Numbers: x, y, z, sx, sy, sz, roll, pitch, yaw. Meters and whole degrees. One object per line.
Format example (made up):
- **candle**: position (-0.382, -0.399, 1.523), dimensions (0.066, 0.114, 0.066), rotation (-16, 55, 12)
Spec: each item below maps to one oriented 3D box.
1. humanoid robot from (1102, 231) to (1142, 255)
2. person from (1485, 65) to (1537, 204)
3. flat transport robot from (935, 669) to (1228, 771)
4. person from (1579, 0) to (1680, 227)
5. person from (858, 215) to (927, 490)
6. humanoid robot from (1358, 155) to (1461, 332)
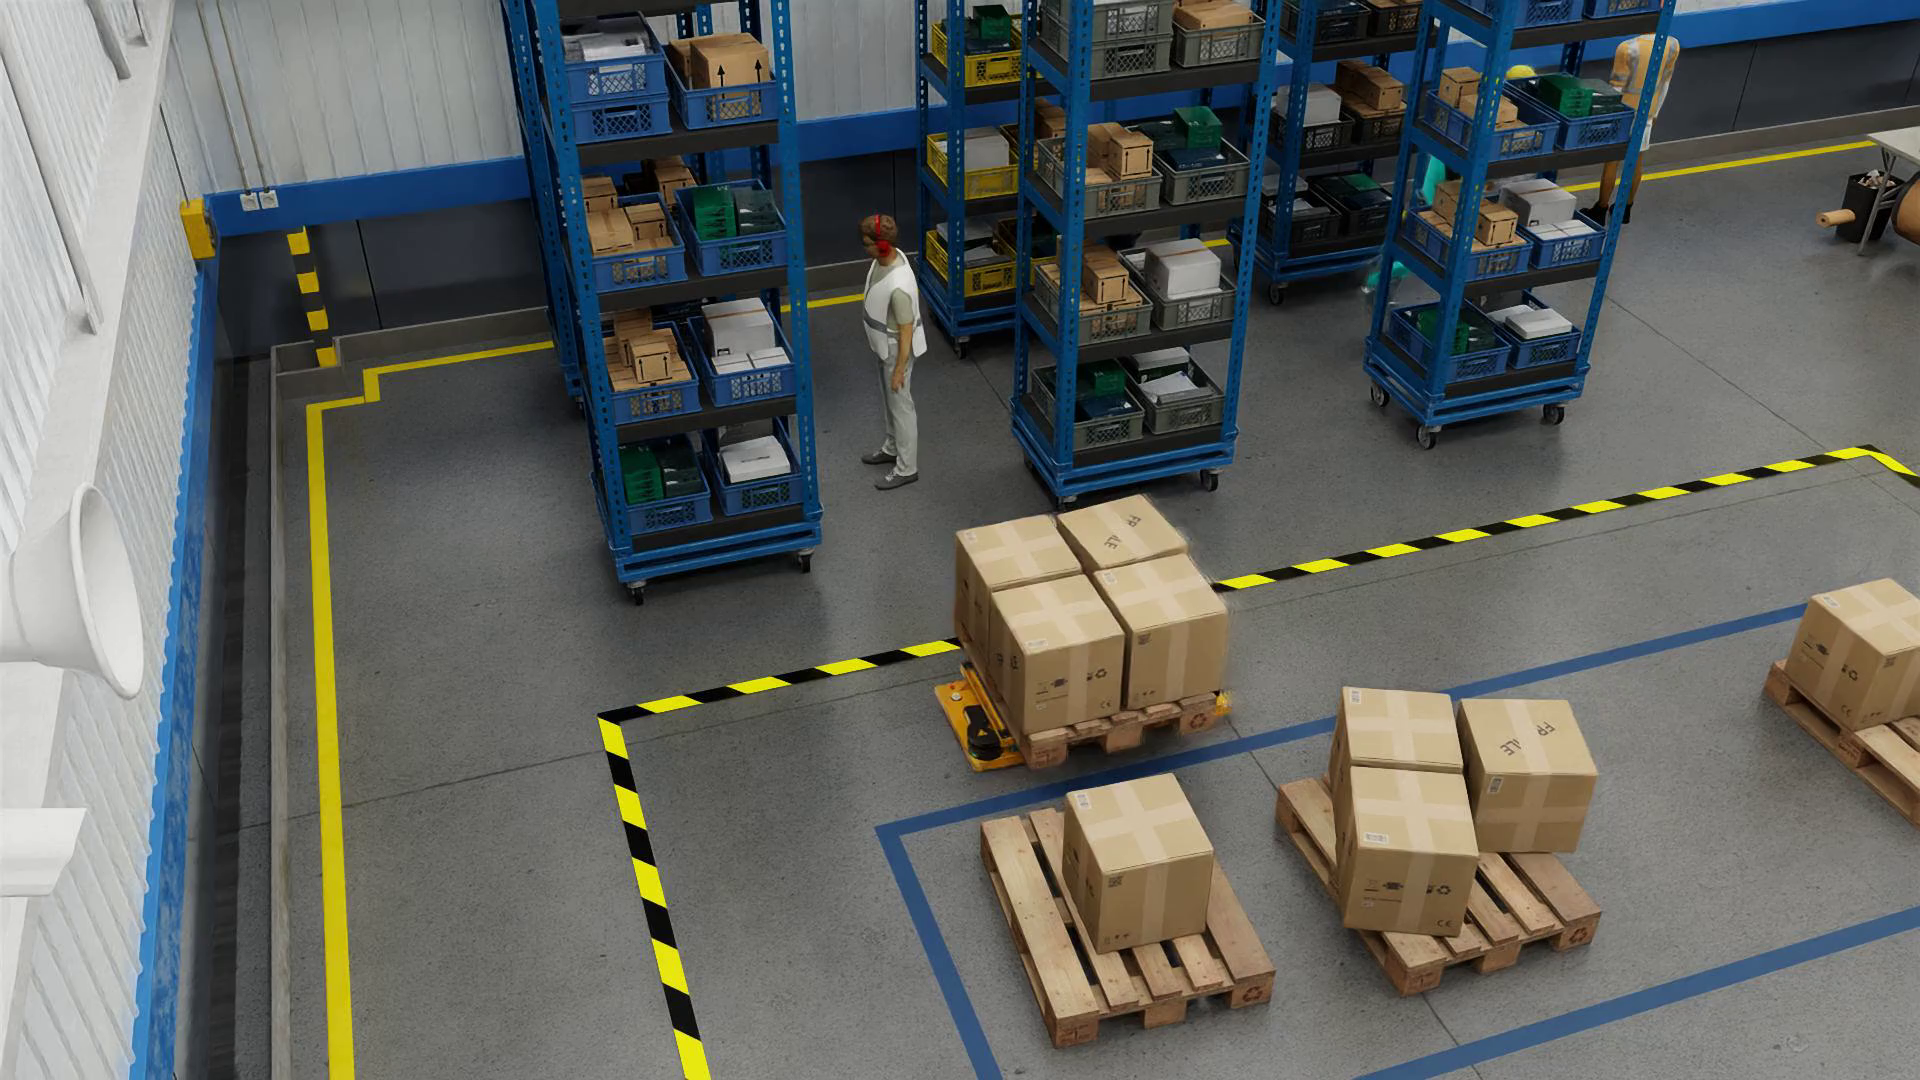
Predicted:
- **humanoid robot**: position (1.130, -1.775, 11.376), dimensions (0.756, 1.626, 0.596), rotation (-6, 36, -9)
- **person**: position (4.337, -2.881, 12.897), dimensions (0.656, 1.704, 0.293), rotation (-25, 42, -31)
- **flat transport robot**: position (0.646, 0.808, 8.886), dimensions (1.431, 0.197, 0.652), rotation (-11, 37, -15)
- **person**: position (5.467, -3.504, 13.576), dimensions (0.542, 1.939, 0.357), rotation (-8, 36, -11)
- **person**: position (-0.412, -1.171, 10.354), dimensions (0.393, 1.837, 0.563), rotation (-8, 36, -11)
- **humanoid robot**: position (3.112, -2.107, 11.813), dimensions (0.748, 1.833, 0.536), rotation (1, 35, 1)
